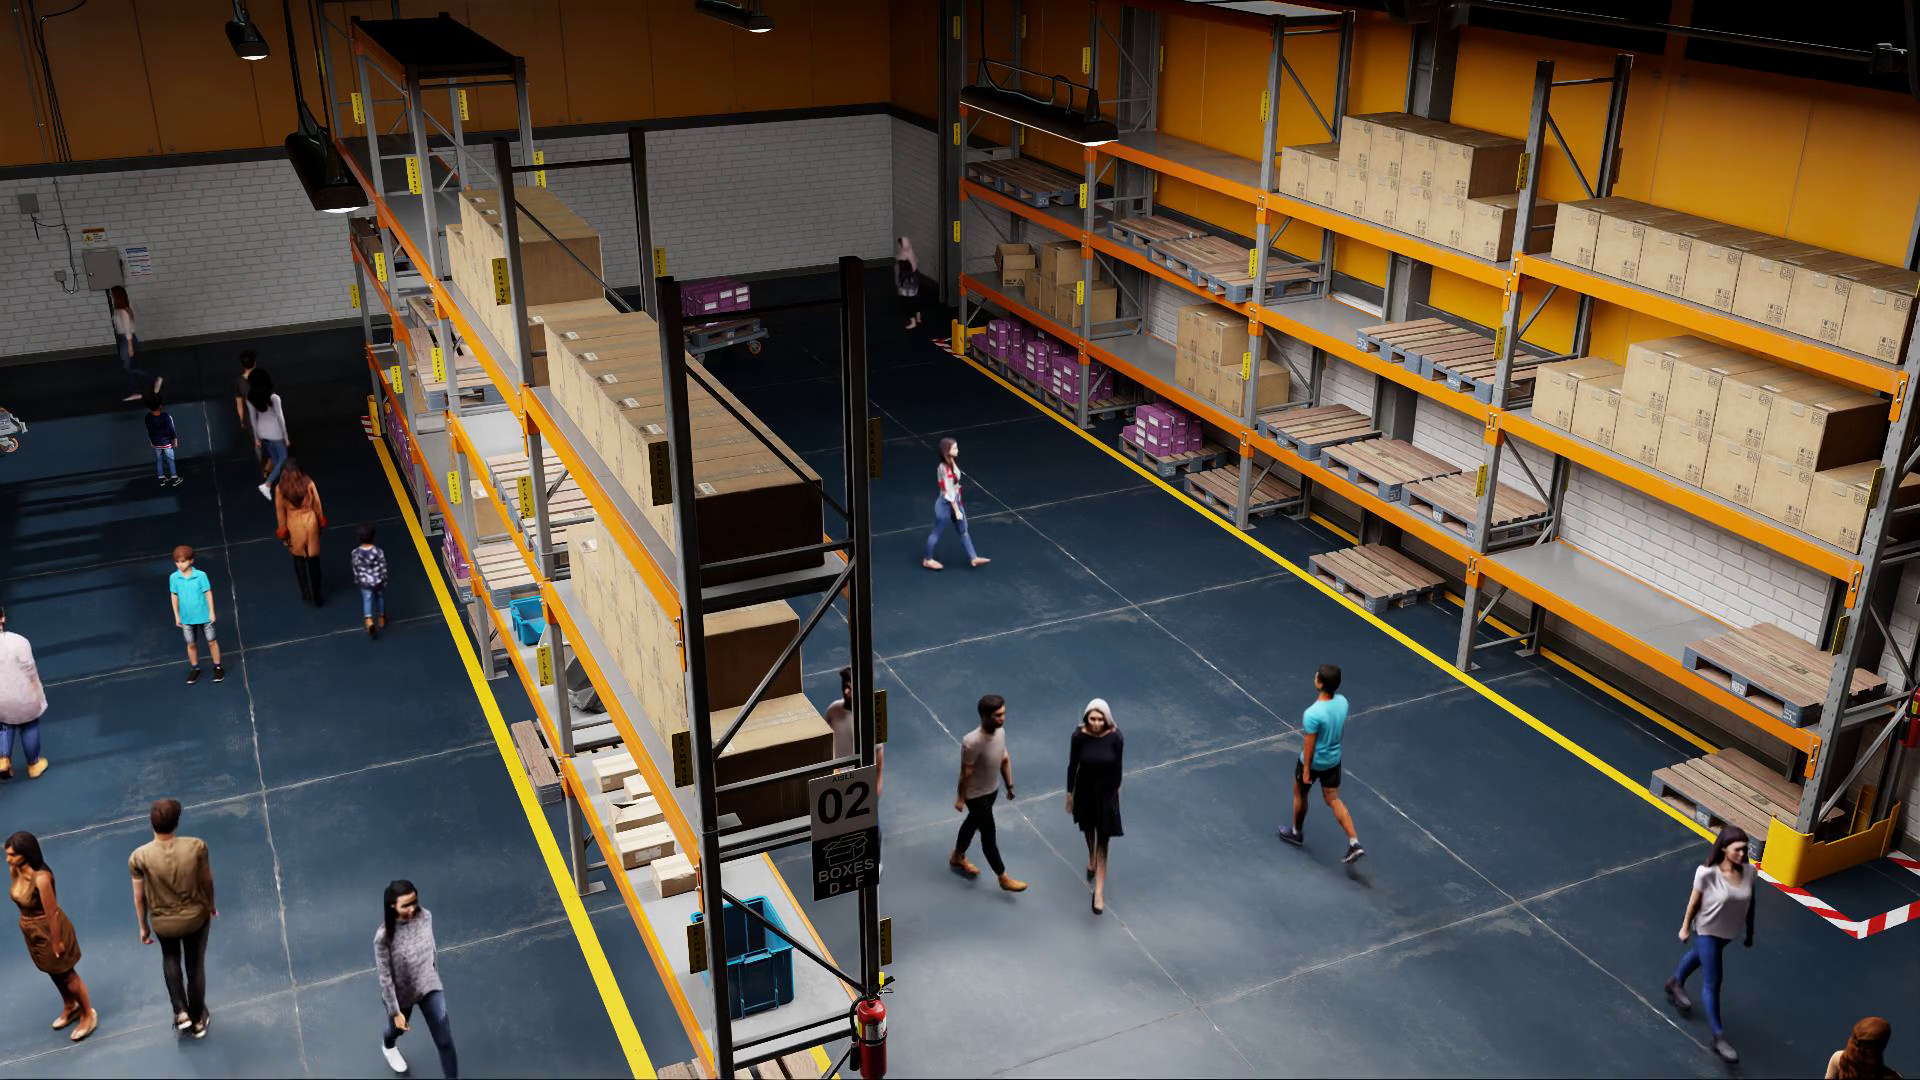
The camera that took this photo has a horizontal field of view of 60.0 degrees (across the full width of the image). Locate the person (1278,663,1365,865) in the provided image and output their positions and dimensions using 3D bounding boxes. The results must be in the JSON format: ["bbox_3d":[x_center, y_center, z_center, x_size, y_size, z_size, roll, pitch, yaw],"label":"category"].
[{"bbox_3d":[3.008,1.842,13.505,0.711,1.749,1.134,-14,27,-29],"label":"person"}]

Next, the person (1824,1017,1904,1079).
[{"bbox_3d":[5.269,3.505,9.853,0.645,1.625,0.735,16,28,32],"label":"person"}]

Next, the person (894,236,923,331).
[{"bbox_3d":[-0.826,-4.272,27.686,0.924,1.592,0.814,10,26,22],"label":"person"}]

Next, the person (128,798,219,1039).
[{"bbox_3d":[-5.381,2.674,11.499,0.694,1.829,0.696,-10,25,-21],"label":"person"}]

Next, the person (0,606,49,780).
[{"bbox_3d":[-8.389,1.369,14.606,0.814,1.732,0.896,-3,24,-7],"label":"person"}]

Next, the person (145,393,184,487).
[{"bbox_3d":[-10.243,-1.290,21.328,0.572,1.222,0.574,-1,24,-2],"label":"person"}]

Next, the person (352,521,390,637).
[{"bbox_3d":[-6.182,0.411,17.418,0.604,1.236,0.835,-5,24,-11],"label":"person"}]

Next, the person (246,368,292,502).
[{"bbox_3d":[-8.599,-1.249,20.625,0.943,1.709,1.039,6,24,14],"label":"person"}]

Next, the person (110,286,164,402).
[{"bbox_3d":[-12.080,-2.875,24.339,0.731,1.713,0.797,-16,28,-32],"label":"person"}]

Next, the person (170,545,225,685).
[{"bbox_3d":[-7.560,0.717,16.452,0.566,1.449,0.543,-4,24,-10],"label":"person"}]

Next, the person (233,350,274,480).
[{"bbox_3d":[-9.033,-1.578,21.379,0.739,1.708,0.792,-2,24,-6],"label":"person"}]

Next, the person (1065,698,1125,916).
[{"bbox_3d":[1.069,1.999,13.192,1.016,1.711,1.204,2,24,6],"label":"person"}]

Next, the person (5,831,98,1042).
[{"bbox_3d":[-6.332,2.734,11.546,0.613,1.684,0.705,14,27,29],"label":"person"}]

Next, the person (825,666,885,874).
[{"bbox_3d":[-0.833,1.859,13.292,0.741,1.887,0.804,9,25,19],"label":"person"}]

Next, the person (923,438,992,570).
[{"bbox_3d":[-0.221,-0.377,18.797,1.053,1.575,1.024,7,25,15],"label":"person"}]

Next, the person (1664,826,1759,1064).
[{"bbox_3d":[5.236,2.714,11.653,0.776,1.634,1.153,-5,24,-12],"label":"person"}]

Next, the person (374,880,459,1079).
[{"bbox_3d":[-3.680,2.966,11.006,0.873,1.690,1.255,-22,32,-40],"label":"person"}]

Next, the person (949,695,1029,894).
[{"bbox_3d":[0.103,1.973,13.284,1.130,1.685,0.950,16,28,32],"label":"person"}]

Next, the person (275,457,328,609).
[{"bbox_3d":[-7.049,-0.052,17.881,0.700,1.714,0.700,-9,25,-19],"label":"person"}]
